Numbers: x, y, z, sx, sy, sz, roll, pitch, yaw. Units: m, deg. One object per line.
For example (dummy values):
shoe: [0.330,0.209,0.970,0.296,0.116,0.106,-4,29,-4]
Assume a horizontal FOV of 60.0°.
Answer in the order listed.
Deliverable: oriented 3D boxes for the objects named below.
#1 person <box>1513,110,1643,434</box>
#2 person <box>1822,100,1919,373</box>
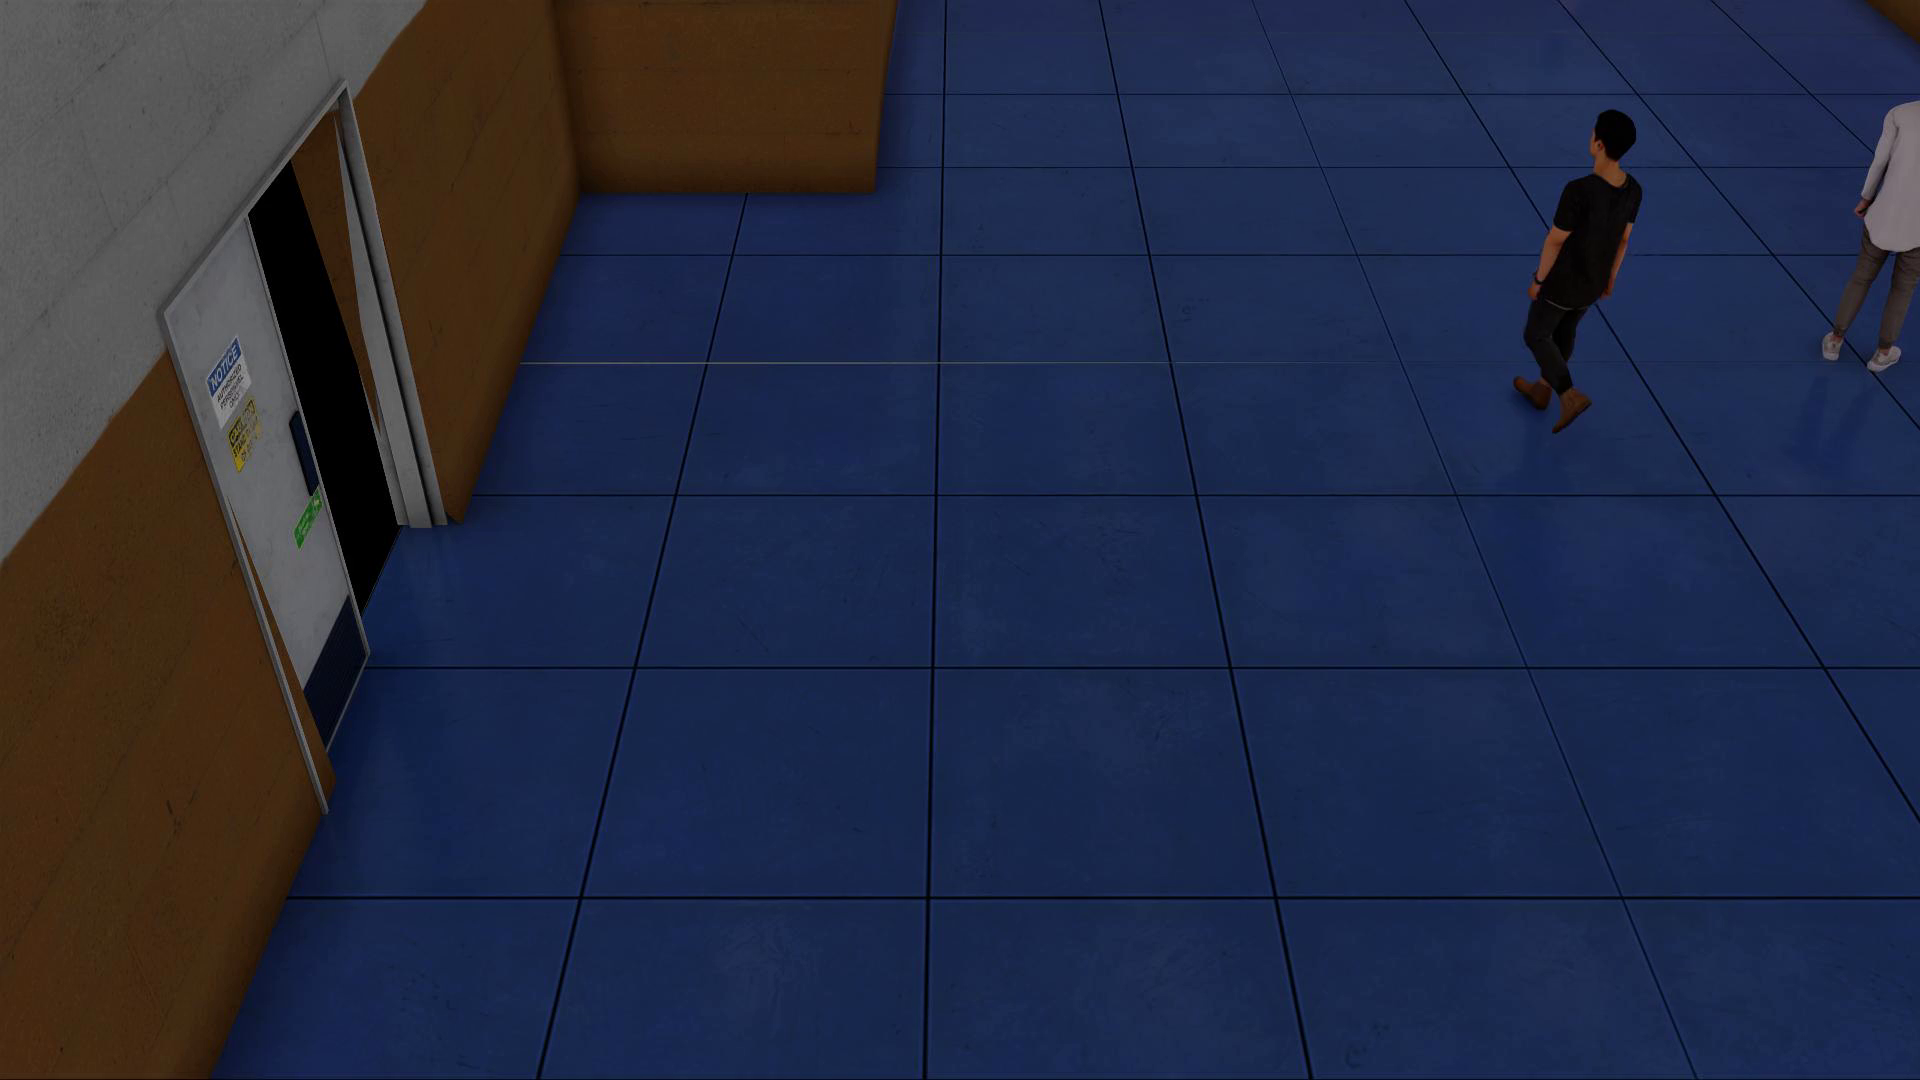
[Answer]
person: [3.211,-1.344,8.583,0.926,1.701,0.877,-12,38,-15]
person: [5.170,-1.792,9.065,0.715,1.840,0.815,24,43,28]
